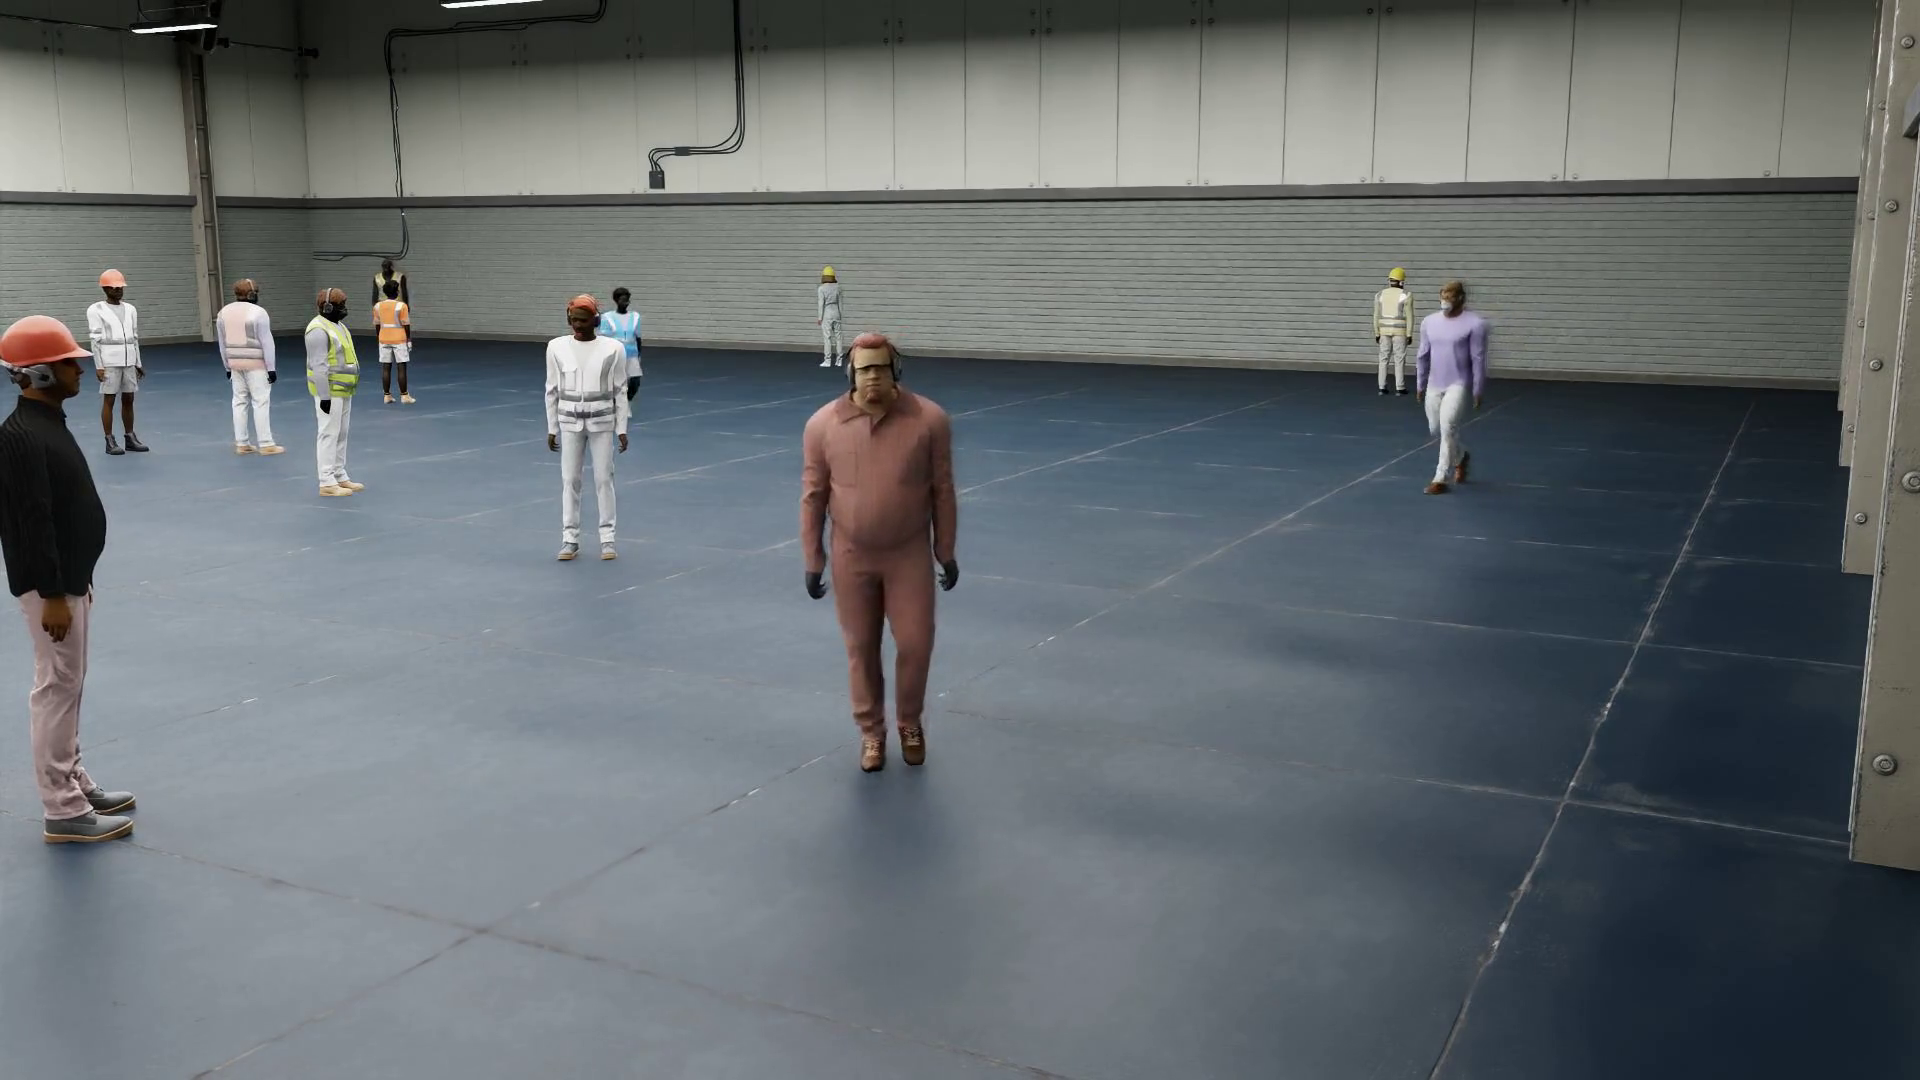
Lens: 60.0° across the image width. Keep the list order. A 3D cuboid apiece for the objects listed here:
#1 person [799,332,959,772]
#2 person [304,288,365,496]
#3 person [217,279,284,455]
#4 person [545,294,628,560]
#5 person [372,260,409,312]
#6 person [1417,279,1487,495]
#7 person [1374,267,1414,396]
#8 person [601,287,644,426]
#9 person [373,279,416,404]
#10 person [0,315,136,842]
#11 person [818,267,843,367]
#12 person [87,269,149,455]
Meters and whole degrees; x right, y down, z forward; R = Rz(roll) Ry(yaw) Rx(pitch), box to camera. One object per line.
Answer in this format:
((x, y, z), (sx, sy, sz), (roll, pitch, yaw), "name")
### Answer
((-0.348, 0.063, 7.097), (0.684, 1.891, 0.436), (0, 10, 1), "person")
((-5.537, -1.305, 14.739), (0.430, 1.836, 0.628), (0, 10, -2), "person")
((-7.435, -1.807, 17.447), (0.634, 1.839, 0.429), (3, 11, 17), "person")
((-2.644, -0.793, 11.793), (0.572, 1.885, 0.355), (-1, 10, -4), "person")
((-11.255, -4.599, 32.765), (0.660, 1.798, 0.923), (-1, 10, -4), "person")
((4.444, -1.385, 14.957), (0.831, 1.920, 0.640), (-10, 14, -42), "person")
((6.244, -2.991, 23.921), (0.591, 1.834, 0.404), (8, 13, 38), "person")
((-4.095, -2.221, 20.131), (0.531, 1.680, 0.407), (-6, 12, -28), "person")
((-7.713, -2.695, 22.679), (0.540, 1.696, 0.316), (2, 11, 13), "person")
((-3.434, 0.150, 6.344), (0.373, 1.997, 0.618), (-4, 11, -22), "person")
((-2.285, -3.917, 29.212), (0.483, 1.745, 0.303), (-7, 12, -33), "person")
((-8.865, -1.873, 17.536), (0.360, 1.939, 0.543), (5, 12, 27), "person")
